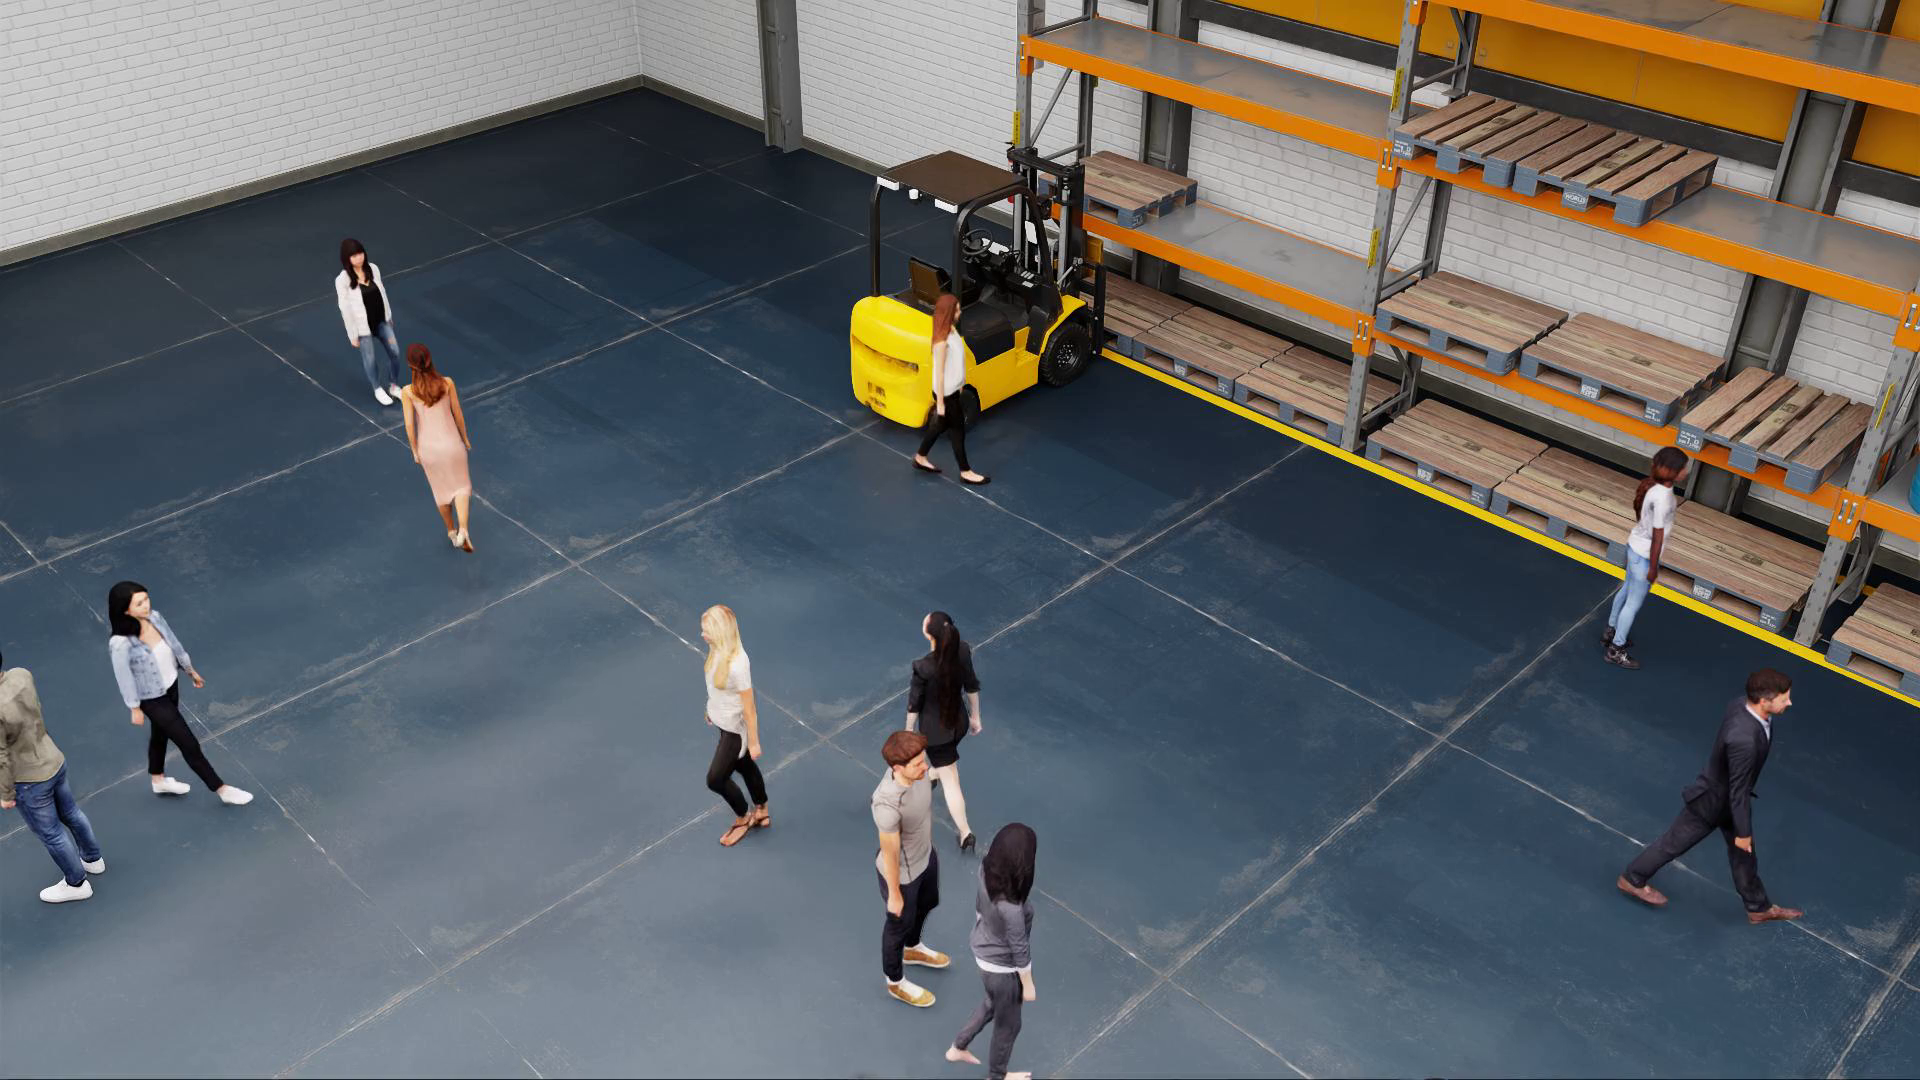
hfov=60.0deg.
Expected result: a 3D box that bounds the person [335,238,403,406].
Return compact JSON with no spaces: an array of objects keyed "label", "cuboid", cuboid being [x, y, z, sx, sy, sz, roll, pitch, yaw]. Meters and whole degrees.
[{"label":"person","cuboid":[-5.369,-1.982,14.991,0.636,1.626,0.666,26,41,33]}]

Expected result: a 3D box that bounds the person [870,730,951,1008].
[{"label":"person","cuboid":[-0.311,1.749,9.136,0.760,1.894,0.778,12,35,17]}]

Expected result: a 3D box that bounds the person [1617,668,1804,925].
[{"label":"person","cuboid":[4.303,1.489,9.606,1.322,1.807,0.939,16,37,22]}]

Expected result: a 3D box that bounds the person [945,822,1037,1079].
[{"label":"person","cuboid":[0.120,2.204,8.591,0.840,1.739,0.778,-10,35,-14]}]

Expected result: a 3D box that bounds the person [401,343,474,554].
[{"label":"person","cuboid":[-3.991,-0.655,12.822,0.831,1.817,0.971,-10,35,-14]}]

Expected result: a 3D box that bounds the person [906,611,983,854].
[{"label":"person","cuboid":[-0.039,1.214,10.158,0.707,1.653,1.052,-21,39,-28]}]

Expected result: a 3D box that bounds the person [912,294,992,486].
[{"label":"person","cuboid":[-0.172,-1.246,13.817,1.031,1.699,0.910,5,34,8]}]

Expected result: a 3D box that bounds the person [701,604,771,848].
[{"label":"person","cuboid":[-1.280,1.108,10.177,0.806,1.809,0.696,-15,36,-21]}]

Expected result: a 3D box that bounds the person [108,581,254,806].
[{"label":"person","cuboid":[-5.133,0.973,10.495,1.083,1.681,0.971,3,34,5]}]

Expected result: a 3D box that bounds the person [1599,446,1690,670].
[{"label":"person","cuboid":[4.840,0.101,11.771,0.681,1.721,0.665,8,34,12]}]

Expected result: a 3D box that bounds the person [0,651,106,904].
[{"label":"person","cuboid":[-5.434,1.351,9.758,0.829,1.867,0.772,0,34,0]}]
